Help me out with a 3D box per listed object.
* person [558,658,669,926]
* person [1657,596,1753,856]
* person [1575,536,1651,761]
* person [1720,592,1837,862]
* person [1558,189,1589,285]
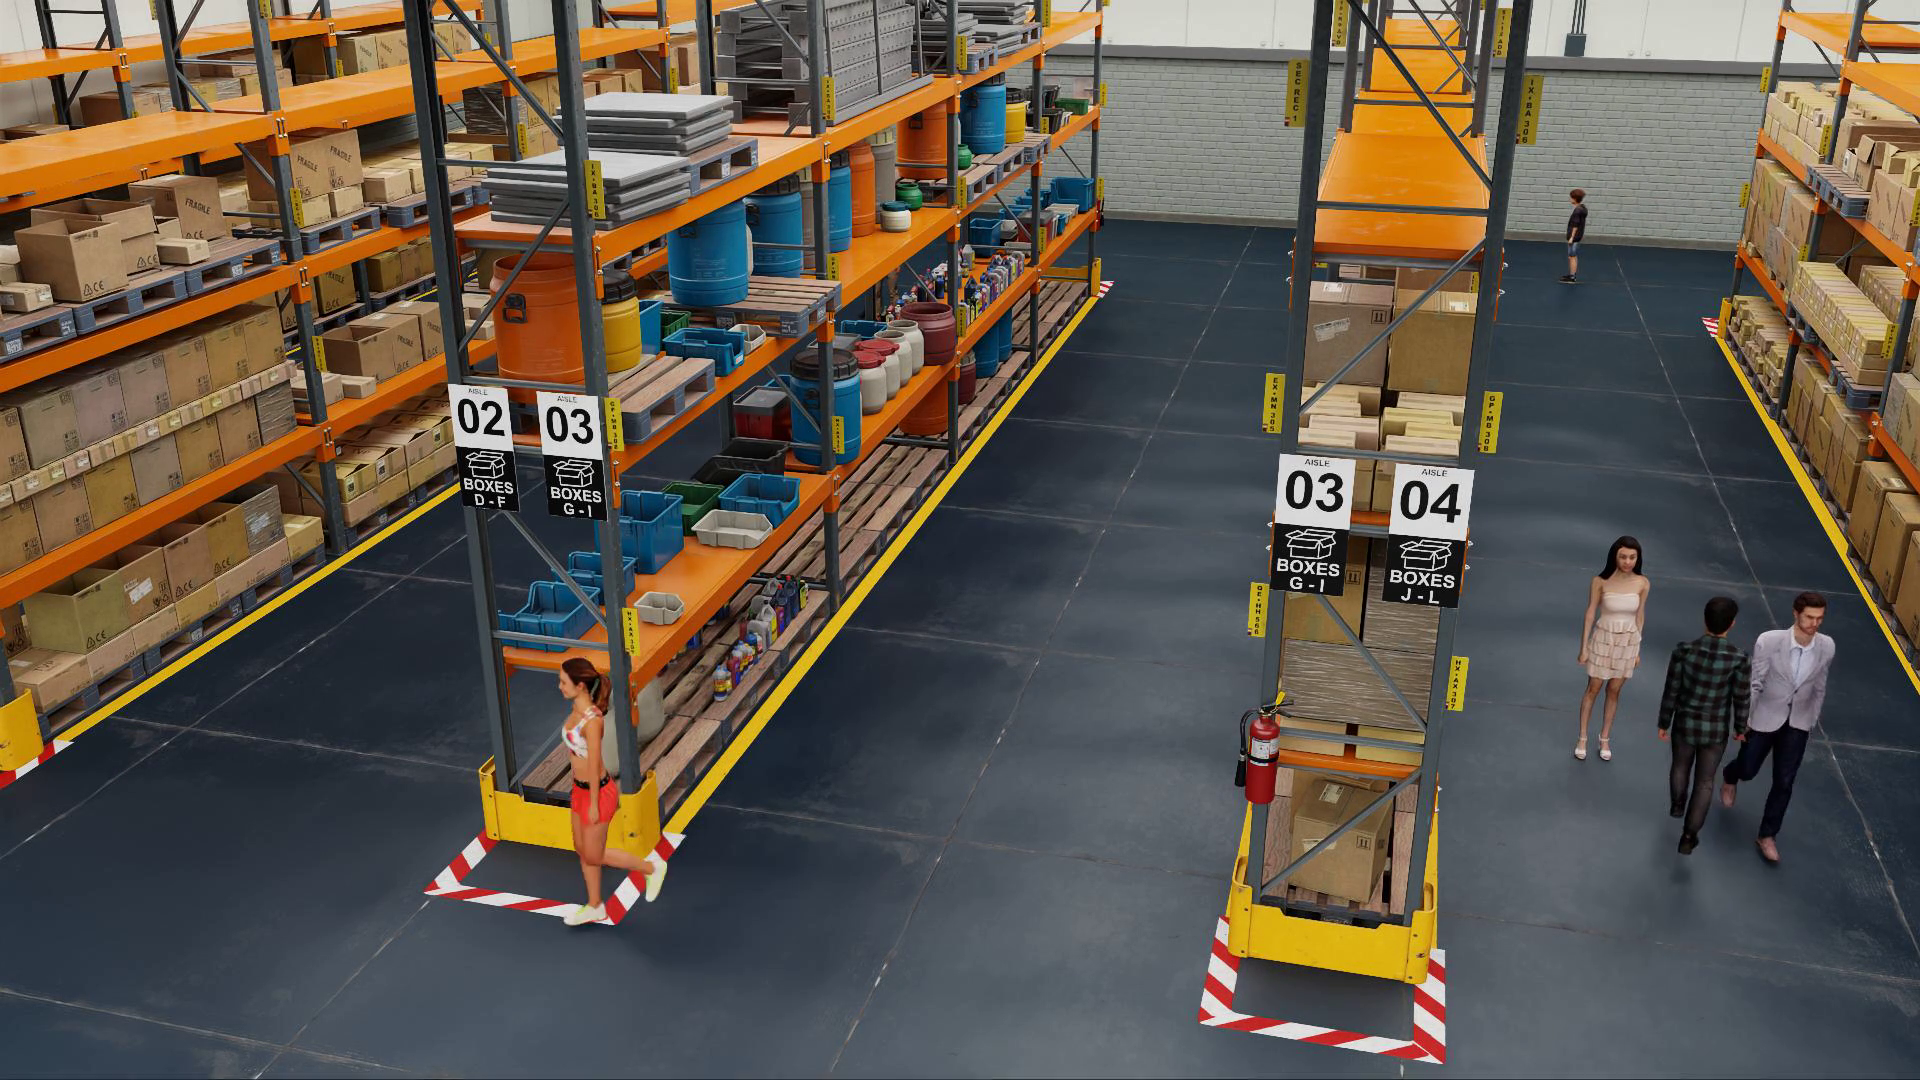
[{"bbox_3d":[-2.138,1.530,10.048,0.953,1.775,0.914,-10,24,-24],"label":"person"},{"bbox_3d":[4.725,1.200,10.574,0.849,1.681,1.074,12,25,27],"label":"person"},{"bbox_3d":[4.675,0.780,11.933,0.612,1.735,0.565,2,22,6],"label":"person"},{"bbox_3d":[5.338,1.145,10.916,0.731,1.830,1.010,4,23,8],"label":"person"},{"bbox_3d":[9.508,-4.706,25.728,0.644,1.448,0.517,12,25,26],"label":"person"}]
